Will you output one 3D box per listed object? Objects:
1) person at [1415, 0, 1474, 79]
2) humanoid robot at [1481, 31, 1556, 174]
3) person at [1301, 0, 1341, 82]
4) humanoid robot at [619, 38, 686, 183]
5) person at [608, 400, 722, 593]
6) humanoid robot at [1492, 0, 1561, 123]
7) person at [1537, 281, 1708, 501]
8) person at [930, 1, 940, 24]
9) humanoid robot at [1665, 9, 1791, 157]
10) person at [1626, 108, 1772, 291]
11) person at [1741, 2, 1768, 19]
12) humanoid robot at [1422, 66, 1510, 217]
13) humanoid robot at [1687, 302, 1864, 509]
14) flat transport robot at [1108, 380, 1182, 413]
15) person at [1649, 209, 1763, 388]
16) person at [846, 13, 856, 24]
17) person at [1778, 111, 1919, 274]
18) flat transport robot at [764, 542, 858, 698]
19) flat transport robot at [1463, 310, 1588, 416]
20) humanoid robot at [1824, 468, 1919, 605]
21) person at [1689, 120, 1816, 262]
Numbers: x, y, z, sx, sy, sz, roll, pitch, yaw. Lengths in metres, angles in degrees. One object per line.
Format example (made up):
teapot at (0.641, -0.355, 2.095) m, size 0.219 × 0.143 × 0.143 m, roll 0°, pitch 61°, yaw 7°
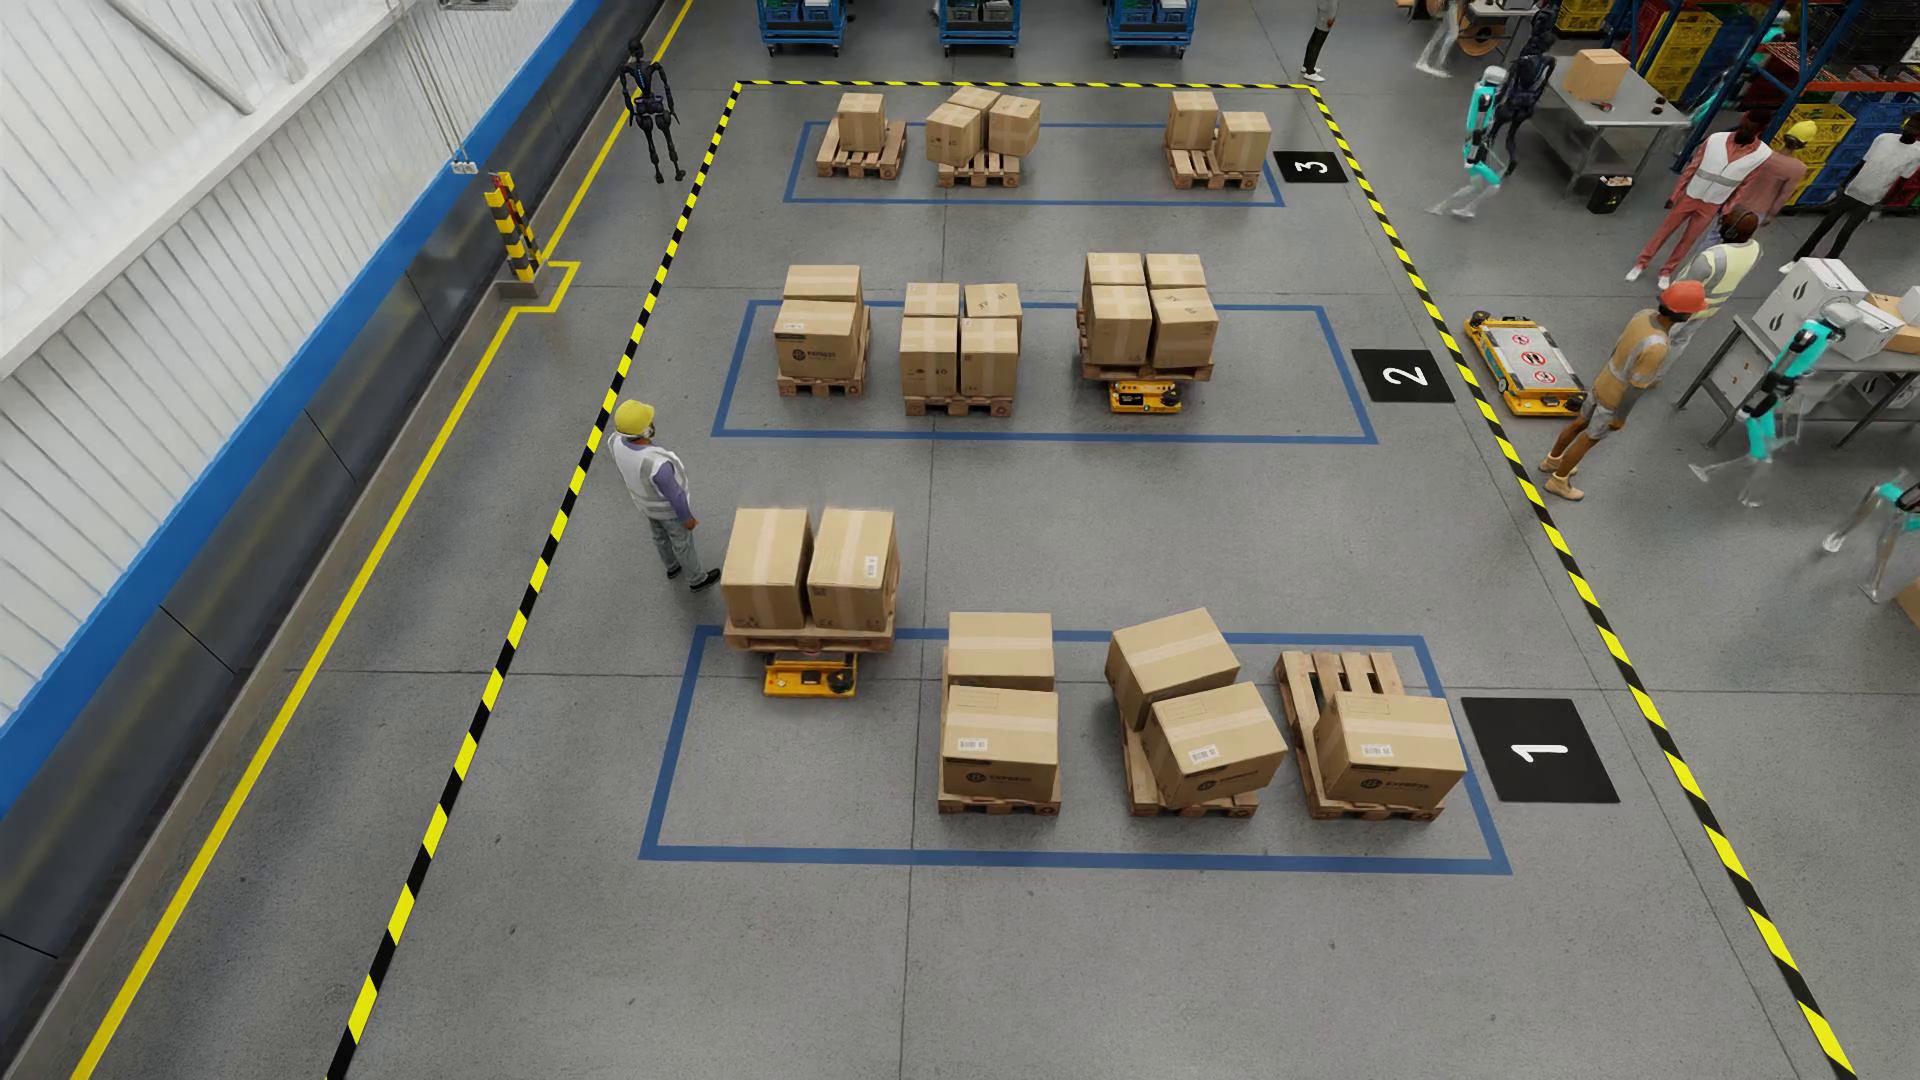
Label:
person at (7.144, -7.599, 13.073) m, size 0.735 × 1.841 × 0.520 m, roll 32°, pitch 56°, yaw 24°
humanoid robot at (6.812, -5.304, 11.201) m, size 0.592 × 1.644 × 0.583 m, roll -4°, pitch 49°, yaw -3°
person at (5.263, -7.542, 13.015) m, size 0.388 × 1.850 × 0.587 m, roll 5°, pitch 49°, yaw 4°
humanoid robot at (-3.733, -5.173, 11.072) m, size 0.599 × 1.653 × 0.315 m, roll -7°, pitch 49°, yaw -6°
person at (-2.181, -0.304, 6.758) m, size 0.598 × 1.836 × 0.404 m, roll 29°, pitch 55°, yaw 23°
humanoid robot at (7.570, -6.452, 12.175) m, size 0.315 × 1.659 × 0.599 m, roll 37°, pitch 58°, yaw 27°
person at (5.306, -1.185, 7.385) m, size 0.366 × 2.048 × 0.606 m, roll 12°, pitch 50°, yaw 10°
person at (-0.036, -9.077, 14.367) m, size 0.852 × 1.807 × 0.561 m, roll -3°, pitch 49°, yaw -3°
humanoid robot at (9.437, -5.593, 11.484) m, size 0.711 × 1.909 × 0.543 m, roll 2°, pitch 49°, yaw 2°
person at (7.692, -3.521, 9.494) m, size 0.587 × 1.914 × 0.392 m, roll 27°, pitch 54°, yaw 22°
person at (11.781, -7.846, 13.388) m, size 0.899 × 1.677 × 0.481 m, roll -12°, pitch 50°, yaw -10°
humanoid robot at (5.955, -4.382, 10.357) m, size 0.819 × 1.771 × 0.557 m, roll 13°, pitch 50°, yaw 11°
humanoid robot at (6.809, -0.981, 7.466) m, size 0.570 × 1.847 × 0.813 m, roll -24°, pitch 53°, yaw -20°
flat transport robot at (1.773, -1.807, 9.079) m, size 0.652 × 0.197 × 1.431 m, roll 1°, pitch 49°, yaw 1°
person at (6.629, -2.134, 8.350) m, size 0.629 × 1.835 × 0.429 m, roll -12°, pitch 50°, yaw -10°
person at (-1.977, -8.952, 14.209) m, size 0.871 × 1.891 × 0.588 m, roll -23°, pitch 53°, yaw -19°
person at (9.388, -3.562, 9.568) m, size 0.331 × 1.861 × 0.498 m, roll -21°, pitch 52°, yaw -17°
flat transport robot at (-1.081, 0.545, 7.044) m, size 0.652 × 0.197 × 1.431 m, roll 1°, pitch 49°, yaw 1°
flat transport robot at (5.573, -1.757, 9.054) m, size 0.659 × 0.231 × 1.431 m, roll 1°, pitch 49°, yaw 1°
humanoid robot at (7.273, -0.354, 6.879) m, size 0.543 × 1.755 × 0.936 m, roll 12°, pitch 50°, yaw 10°
person at (8.221, -3.472, 9.547) m, size 0.324 × 1.768 × 0.524 m, roll -27°, pitch 54°, yaw -21°
